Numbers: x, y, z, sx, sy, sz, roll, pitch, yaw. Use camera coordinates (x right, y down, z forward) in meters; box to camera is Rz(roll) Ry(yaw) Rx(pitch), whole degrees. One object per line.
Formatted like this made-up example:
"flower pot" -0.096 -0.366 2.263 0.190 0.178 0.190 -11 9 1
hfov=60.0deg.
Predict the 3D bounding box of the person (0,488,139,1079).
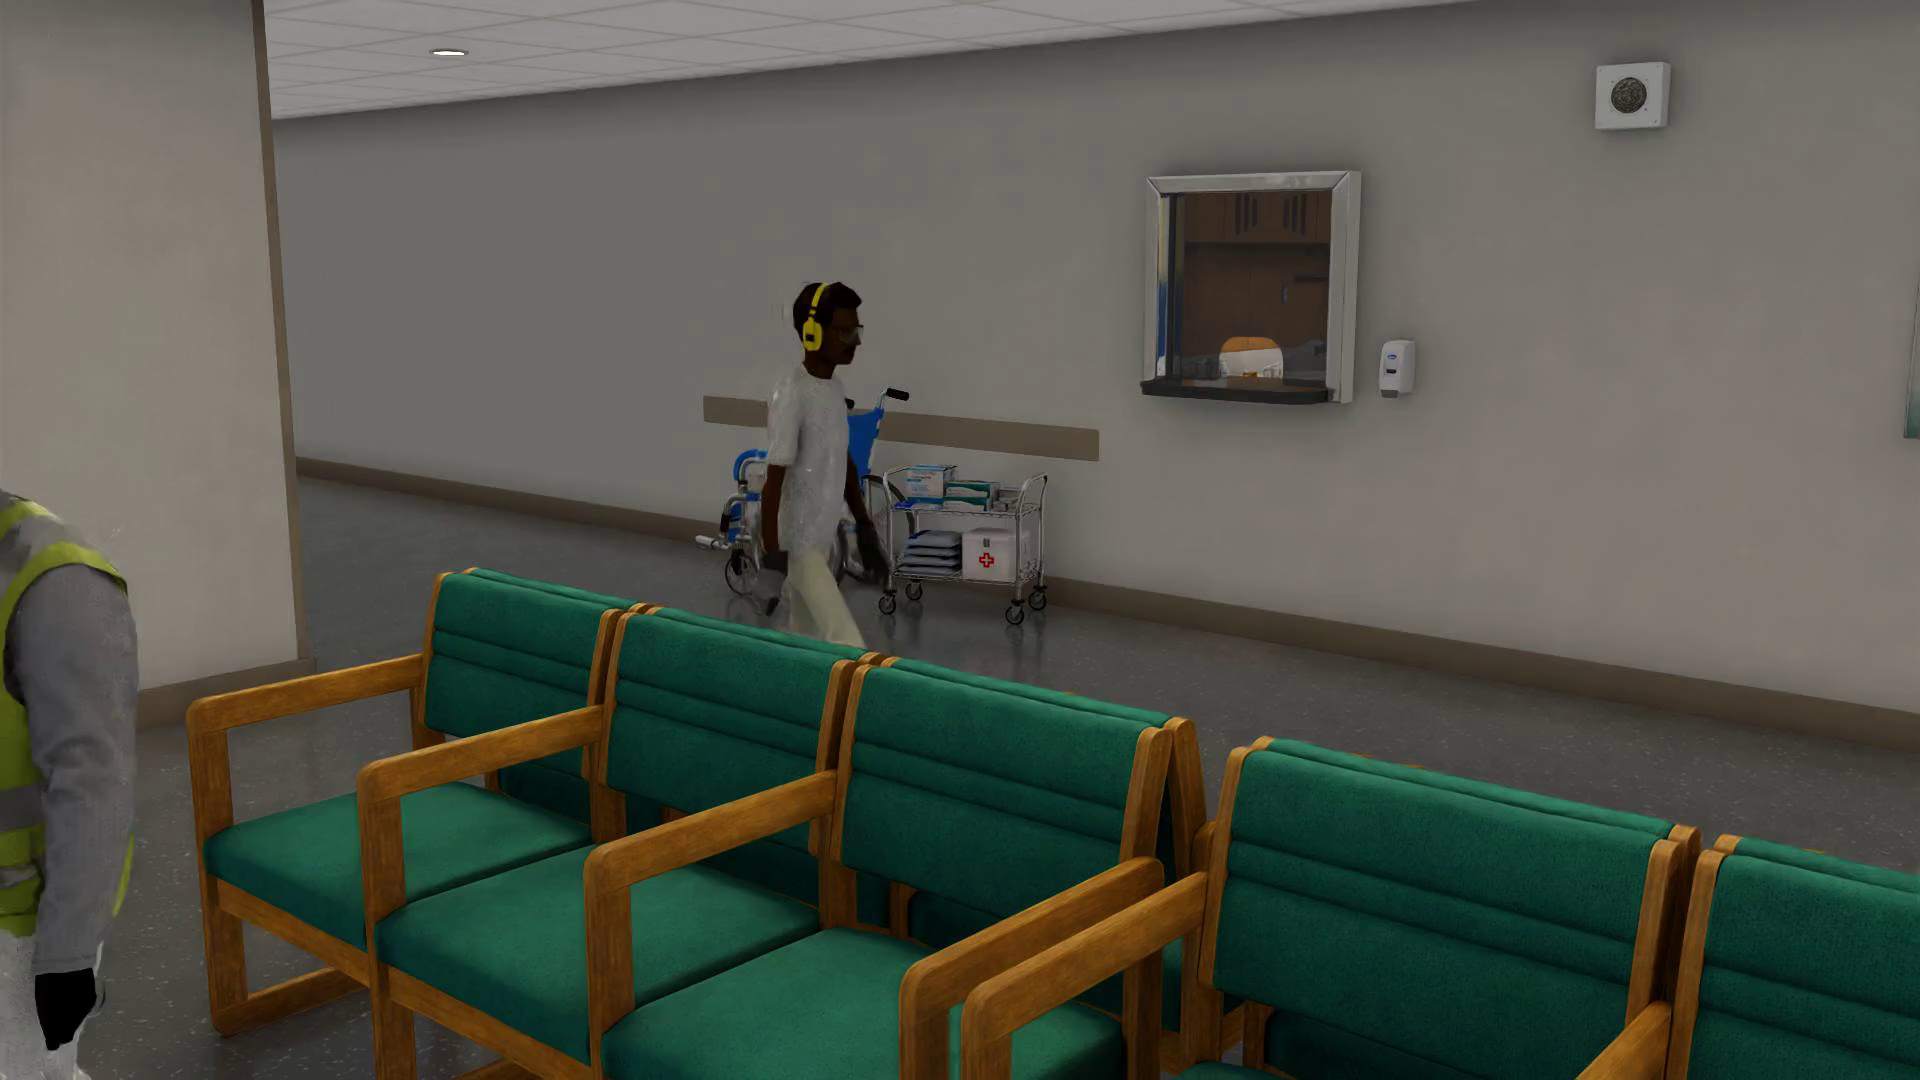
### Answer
"person" -1.616 0.601 2.726 0.666 1.803 0.820 5 11 26

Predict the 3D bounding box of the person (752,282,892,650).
"person" -0.436 0.044 5.739 0.677 1.842 0.531 2 10 10
